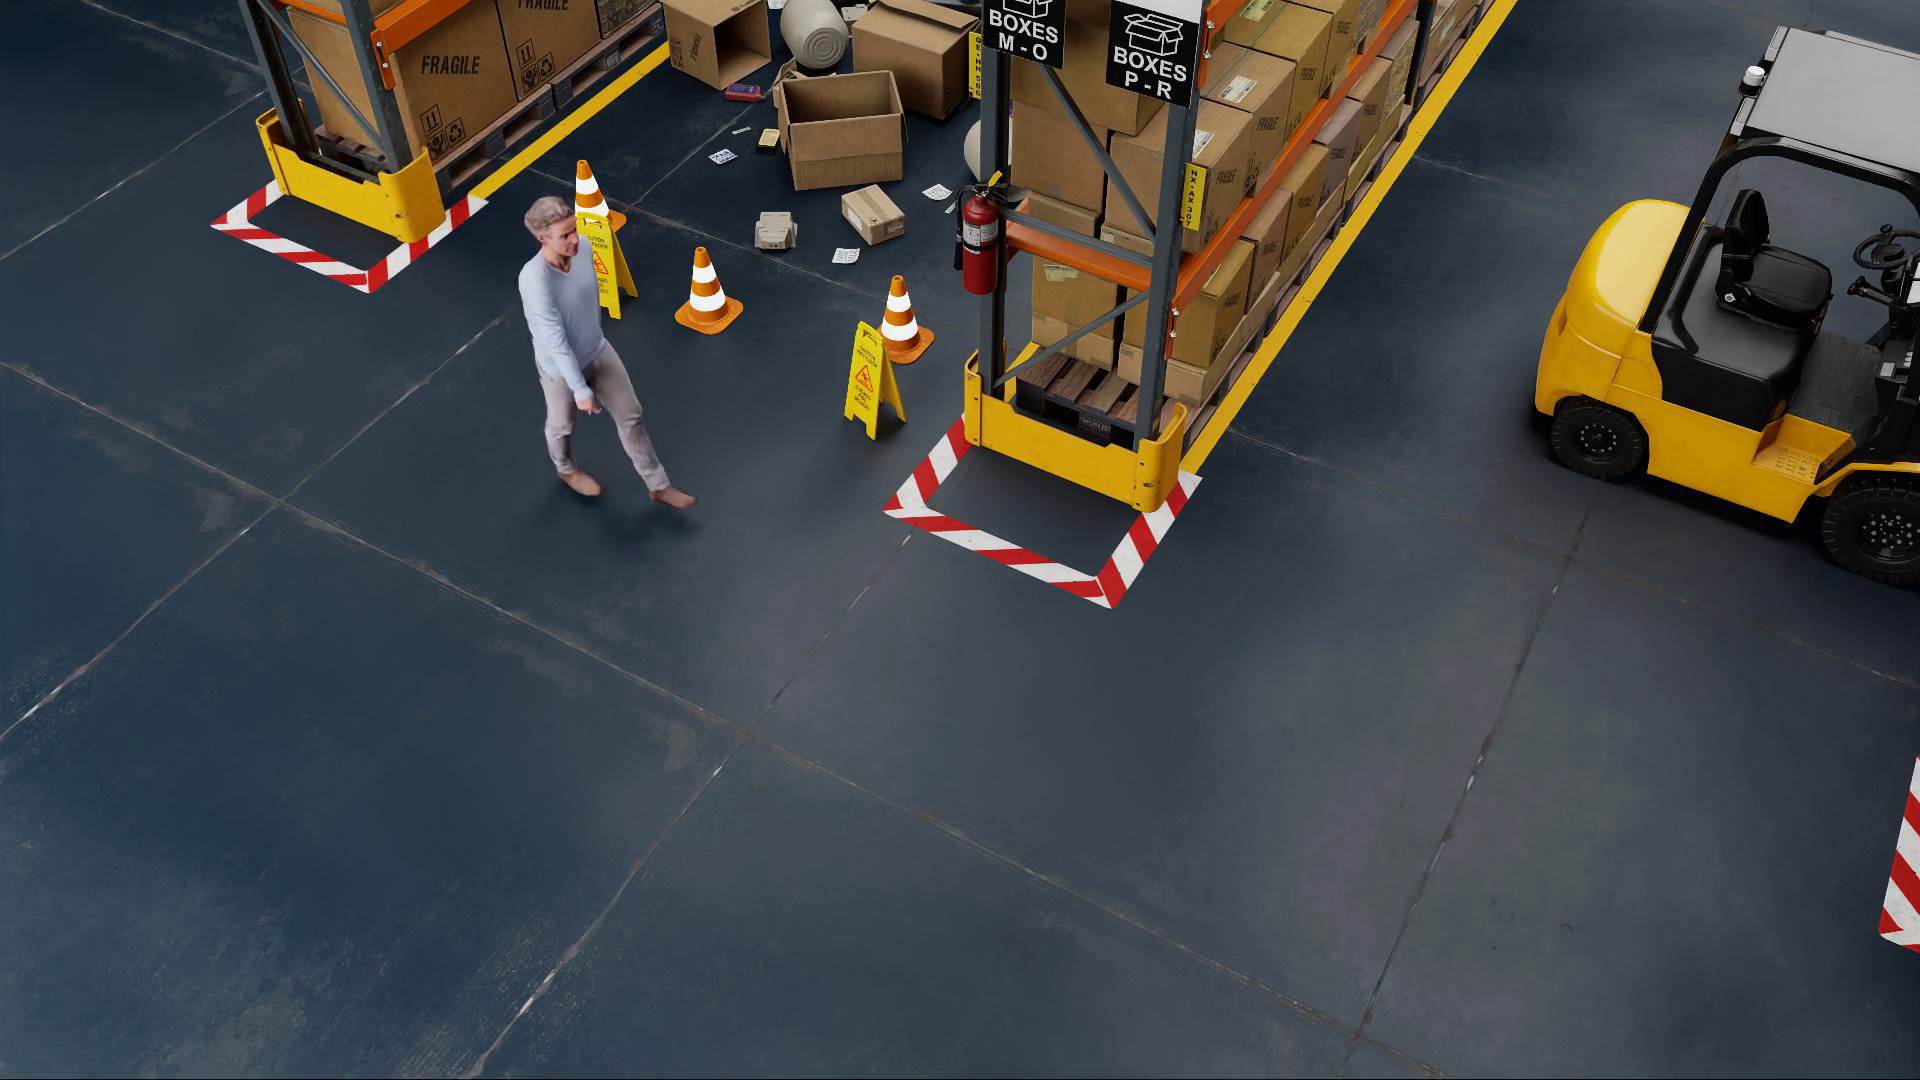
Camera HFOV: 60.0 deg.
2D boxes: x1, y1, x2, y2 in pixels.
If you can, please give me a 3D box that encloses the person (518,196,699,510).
[{"bbox_3d":[-1.955,-0.890,8.132,0.732,1.853,1.003,25,52,21],"label":"person"}]
